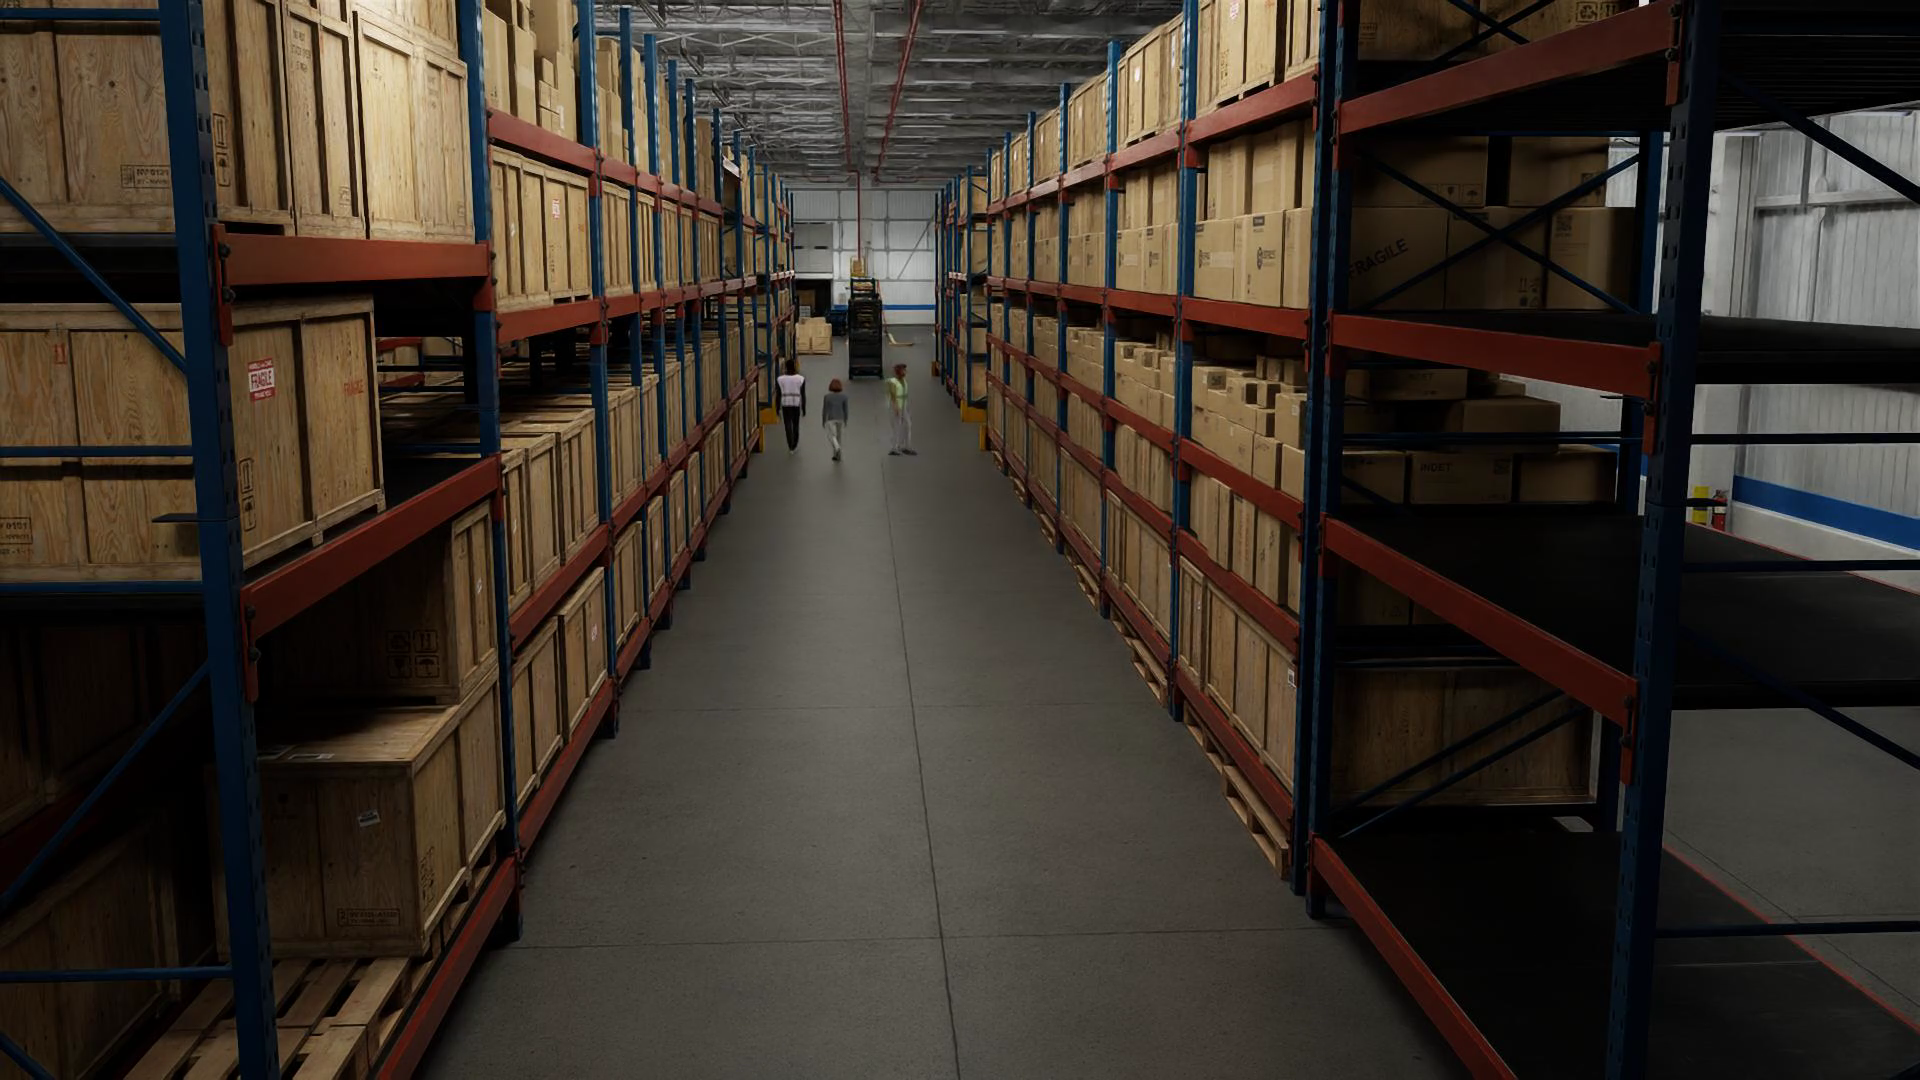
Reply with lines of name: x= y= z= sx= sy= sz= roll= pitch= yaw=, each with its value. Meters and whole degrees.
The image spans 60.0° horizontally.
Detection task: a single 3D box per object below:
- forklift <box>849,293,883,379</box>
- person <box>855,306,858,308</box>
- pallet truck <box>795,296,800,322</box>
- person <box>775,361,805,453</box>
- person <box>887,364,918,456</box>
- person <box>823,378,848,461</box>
forklift: x=-3.110 y=-6.722 z=54.620 sx=1.129 sy=2.768 sz=1.873 roll=-1 pitch=10 yaw=-3
person: x=-5.595 y=-12.174 z=90.274 sx=0.601 sy=1.842 sz=0.902 roll=8 pitch=13 yaw=41
pallet truck: x=-8.622 y=-12.439 z=91.403 sx=1.885 sy=1.965 sz=0.823 roll=2 pitch=10 yaw=13
person: x=-3.430 y=-2.696 z=33.639 sx=0.593 sy=1.864 sz=1.011 roll=-2 pitch=10 yaw=-11
person: x=-1.162 y=-2.569 z=32.961 sx=0.590 sy=1.825 sz=0.601 roll=6 pitch=11 yaw=30
person: x=-2.374 y=-2.298 z=31.962 sx=0.511 sy=1.613 sz=0.550 roll=-5 pitch=11 yaw=-26
